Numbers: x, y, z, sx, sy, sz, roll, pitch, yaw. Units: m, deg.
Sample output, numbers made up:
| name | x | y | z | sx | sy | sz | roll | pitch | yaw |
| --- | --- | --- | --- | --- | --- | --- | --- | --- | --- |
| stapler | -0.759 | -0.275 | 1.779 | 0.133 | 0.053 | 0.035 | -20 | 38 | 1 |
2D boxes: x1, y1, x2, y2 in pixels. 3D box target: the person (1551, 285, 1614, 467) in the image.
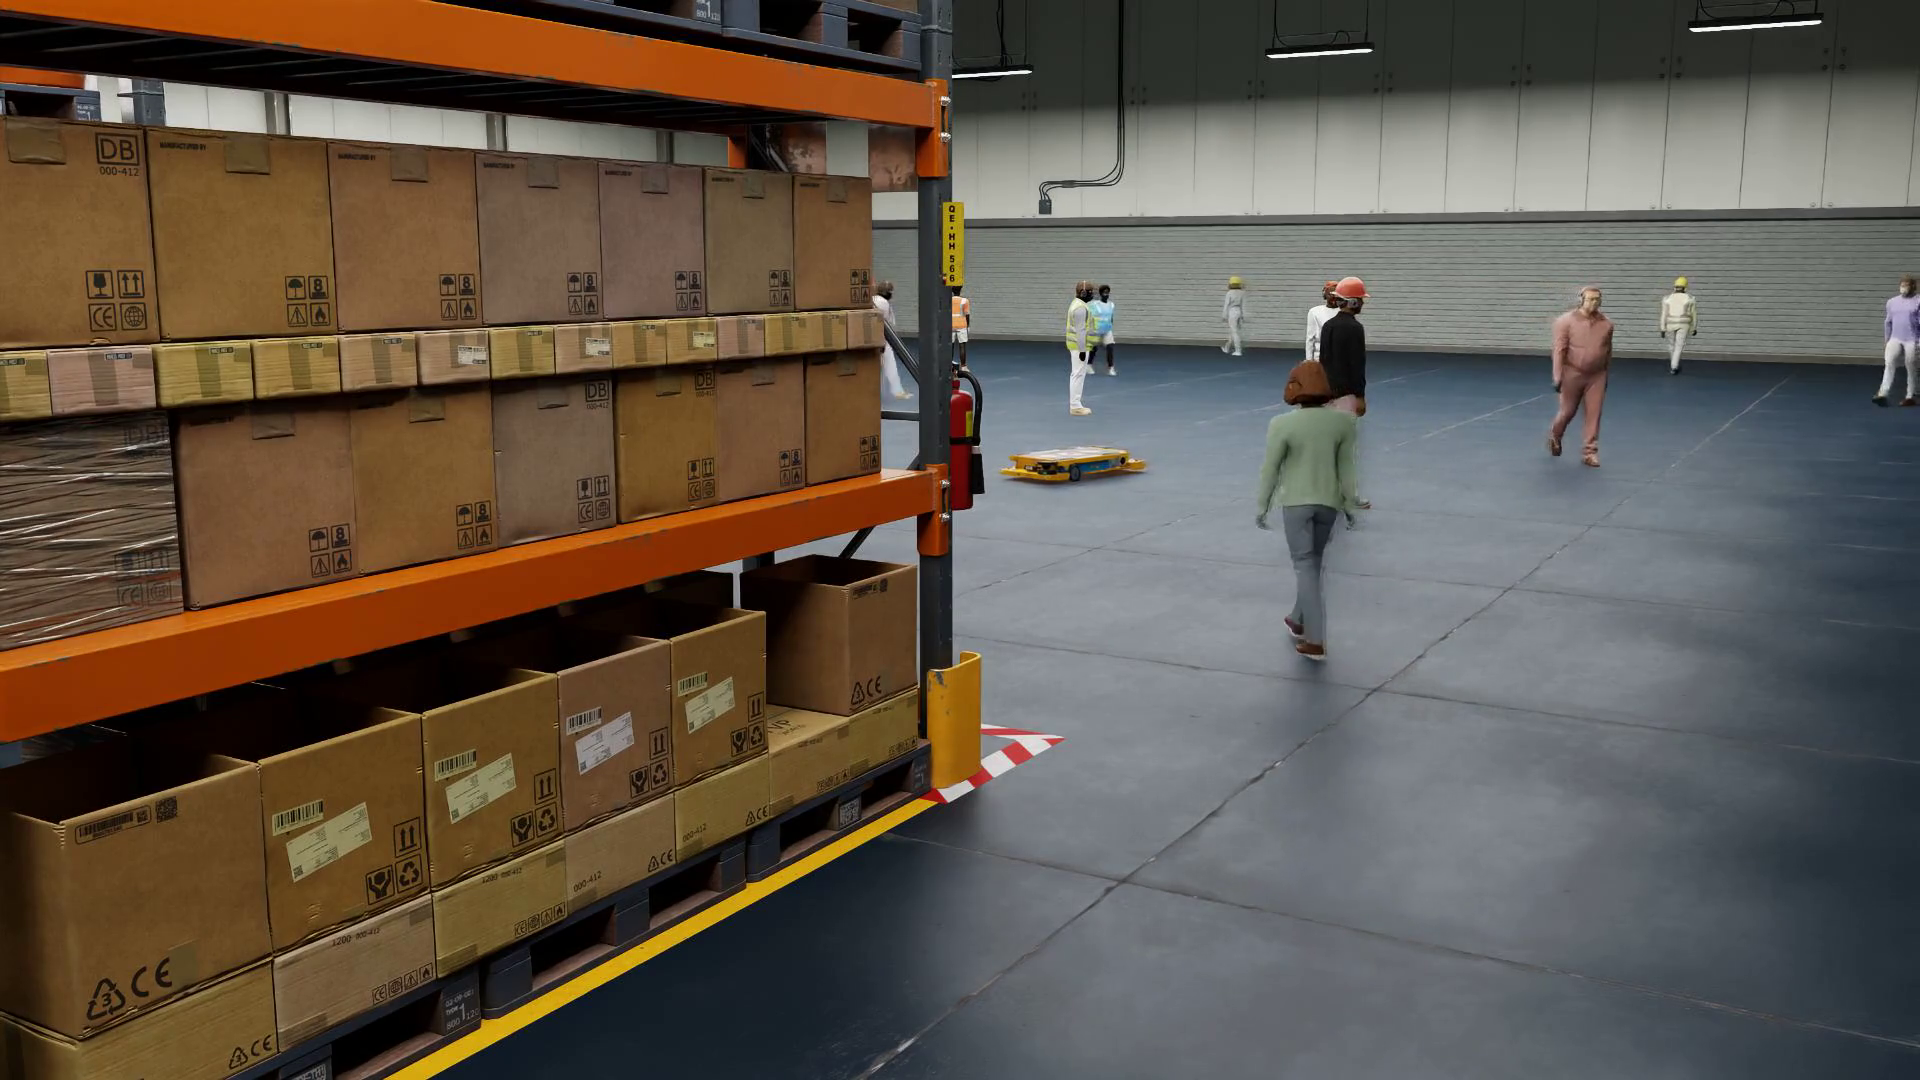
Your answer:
| name | x | y | z | sx | sy | sz | roll | pitch | yaw |
| --- | --- | --- | --- | --- | --- | --- | --- | --- | --- |
| person | 6.529 | -1.739 | 17.479 | 0.651 | 1.885 | 0.791 | 0 | 10 | -1 |

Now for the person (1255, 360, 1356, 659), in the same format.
| name | x | y | z | sx | sy | sz | roll | pitch | yaw |
| --- | --- | --- | --- | --- | --- | --- | --- | --- | --- |
| person | 1.879 | -0.189 | 9.214 | 0.521 | 1.594 | 0.796 | -3 | 10 | -16 |

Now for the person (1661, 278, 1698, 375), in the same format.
| name | x | y | z | sx | sy | sz | roll | pitch | yaw |
| --- | --- | --- | --- | --- | --- | --- | --- | --- | --- |
| person | 13.219 | -3.926 | 30.597 | 0.585 | 1.788 | 0.970 | 8 | 13 | 41 |

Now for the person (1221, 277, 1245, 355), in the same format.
| name | x | y | z | sx | sy | sz | roll | pitch | yaw |
| --- | --- | --- | --- | --- | --- | --- | --- | --- | --- |
| person | 5.986 | -4.949 | 36.767 | 0.508 | 1.701 | 0.849 | -6 | 11 | -32 |

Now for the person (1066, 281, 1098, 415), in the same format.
| name | x | y | z | sx | sy | sz | roll | pitch | yaw |
| --- | --- | --- | --- | --- | --- | --- | --- | --- | --- |
| person | 1.678 | -2.637 | 22.899 | 0.430 | 1.836 | 0.627 | 0 | 10 | 1 |

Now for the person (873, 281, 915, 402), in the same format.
| name | x | y | z | sx | sy | sz | roll | pitch | yaw |
| --- | --- | --- | --- | --- | --- | --- | --- | --- | --- |
| person | -1.113 | -2.947 | 24.798 | 0.908 | 1.791 | 0.655 | -5 | 11 | -26 |

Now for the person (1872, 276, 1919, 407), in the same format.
| name | x | y | z | sx | sy | sz | roll | pitch | yaw |
| --- | --- | --- | --- | --- | --- | --- | --- | --- | --- |
| person | 13.606 | -2.855 | 24.007 | 1.003 | 1.882 | 0.651 | -7 | 12 | -35 |

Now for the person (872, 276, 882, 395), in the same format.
| name | x | y | z | sx | sy | sz | roll | pitch | yaw |
| --- | --- | --- | --- | --- | --- | --- | --- | --- | --- |
| person | -1.410 | -3.184 | 25.852 | 0.578 | 1.922 | 0.582 | 6 | 11 | 30 |

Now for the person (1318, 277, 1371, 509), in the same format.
| name | x | y | z | sx | sy | sz | roll | pitch | yaw |
| --- | --- | --- | --- | --- | --- | --- | --- | --- | --- |
| person | 3.334 | -1.271 | 14.412 | 0.383 | 1.996 | 0.609 | -3 | 10 | -18 |

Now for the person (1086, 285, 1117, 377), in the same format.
| name | x | y | z | sx | sy | sz | roll | pitch | yaw |
| --- | --- | --- | --- | --- | --- | --- | --- | --- | --- |
| person | 2.569 | -3.821 | 30.331 | 0.531 | 1.659 | 0.869 | -4 | 11 | -23 |

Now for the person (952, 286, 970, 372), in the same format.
| name | x | y | z | sx | sy | sz | roll | pitch | yaw |
| --- | --- | --- | --- | --- | --- | --- | --- | --- | --- |
| person | -0.058 | -3.949 | 30.969 | 0.529 | 1.695 | 0.321 | 3 | 10 | 17 |

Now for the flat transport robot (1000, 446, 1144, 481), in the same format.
| name | x | y | z | sx | sy | sz | roll | pitch | yaw |
| --- | --- | --- | --- | --- | --- | --- | --- | --- | --- |
| flat transport robot | 1.122 | -0.768 | 16.509 | 1.431 | 0.197 | 0.652 | -9 | 13 | -43 |

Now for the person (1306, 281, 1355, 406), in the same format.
| name | x | y | z | sx | sy | sz | roll | pitch | yaw |
| --- | --- | --- | --- | --- | --- | --- | --- | --- | --- |
| person | 4.406 | -2.136 | 19.803 | 0.584 | 1.882 | 0.345 | 0 | 10 | -3 |
